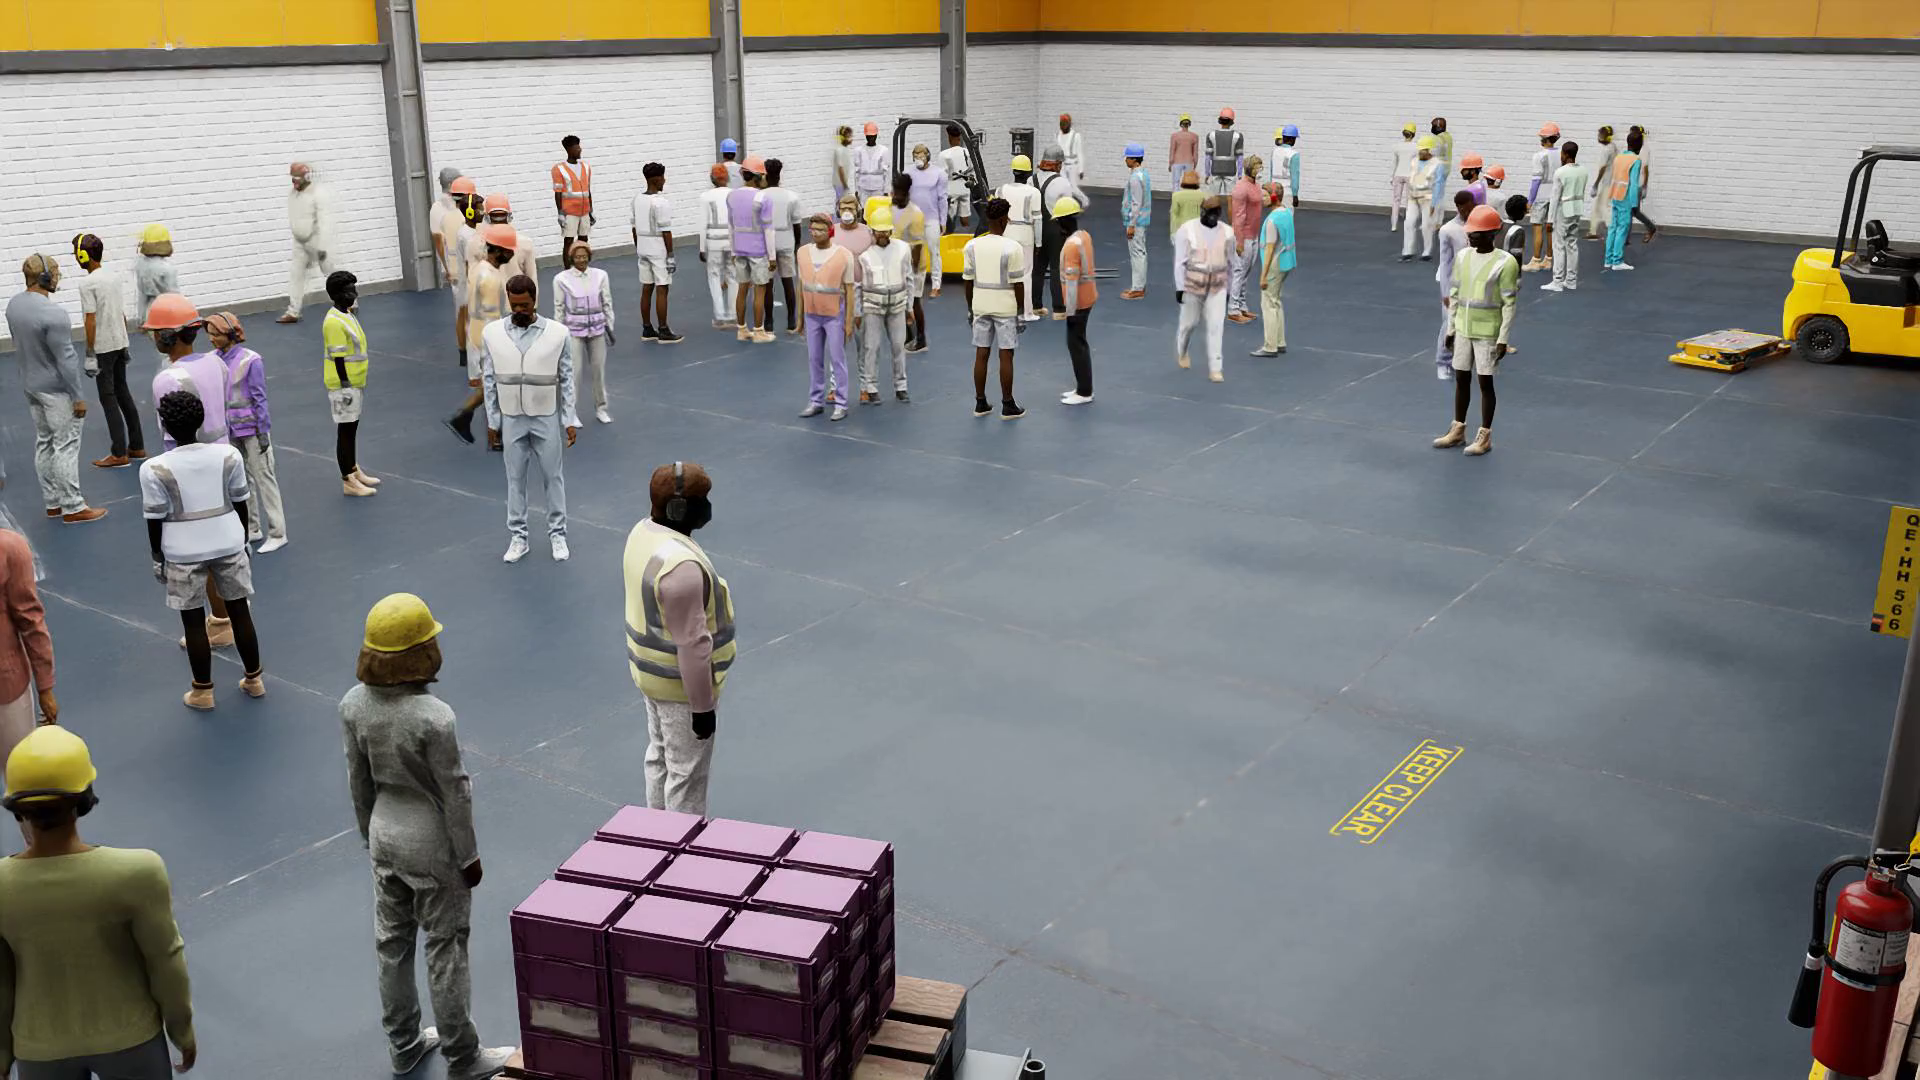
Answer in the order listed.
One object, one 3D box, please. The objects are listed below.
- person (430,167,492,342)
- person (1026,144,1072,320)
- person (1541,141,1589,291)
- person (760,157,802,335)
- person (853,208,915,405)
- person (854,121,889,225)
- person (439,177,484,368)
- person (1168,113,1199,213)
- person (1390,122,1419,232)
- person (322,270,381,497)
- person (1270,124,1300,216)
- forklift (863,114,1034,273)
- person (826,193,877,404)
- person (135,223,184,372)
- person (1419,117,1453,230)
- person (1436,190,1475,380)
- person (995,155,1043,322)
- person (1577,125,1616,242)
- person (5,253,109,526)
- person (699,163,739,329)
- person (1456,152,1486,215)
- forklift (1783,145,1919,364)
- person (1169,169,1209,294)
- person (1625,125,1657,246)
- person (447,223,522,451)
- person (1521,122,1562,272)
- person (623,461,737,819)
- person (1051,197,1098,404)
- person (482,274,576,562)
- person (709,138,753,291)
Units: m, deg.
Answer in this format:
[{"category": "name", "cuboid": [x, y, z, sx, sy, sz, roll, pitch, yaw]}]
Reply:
[{"category": "person", "cuboid": [-5.166, -2.967, 17.536, 0.542, 2.000, 0.722, 13, 22, 36]}, {"category": "person", "cuboid": [1.097, -3.638, 19.635, 0.688, 2.000, 0.536, 15, 23, 39]}, {"category": "person", "cuboid": [7.891, -4.204, 21.630, 0.585, 1.908, 0.390, -11, 21, -30]}, {"category": "person", "cuboid": [-2.072, -3.286, 18.656, 0.613, 1.963, 0.361, -6, 19, -18]}, {"category": "person", "cuboid": [-0.710, -2.151, 15.355, 0.601, 1.817, 0.403, -6, 19, -17]}, {"category": "person", "cuboid": [-1.336, -5.341, 25.154, 0.541, 1.930, 0.385, 2, 18, 6]}, {"category": "person", "cuboid": [-4.998, -2.716, 16.941, 0.550, 1.925, 0.390, 11, 21, 30]}, {"category": "person", "cuboid": [3.993, -6.726, 29.760, 0.532, 1.757, 0.336, -3, 18, -8]}, {"category": "person", "cuboid": [7.316, -5.942, 27.286, 0.523, 1.769, 0.322, 11, 21, 31]}, {"category": "person", "cuboid": [-4.594, -1.175, 12.491, 0.321, 1.695, 0.530, -3, 18, -10]}, {"category": "person", "cuboid": [4.749, -5.076, 24.306, 0.415, 1.939, 0.604, -8, 20, -25]}, {"category": "forklift", "cuboid": [-0.171, -4.594, 22.377, 2.313, 2.155, 1.214, 1, 18, 3]}, {"category": "person", "cuboid": [-1.015, -2.219, 15.362, 0.630, 1.940, 0.371, 2, 18, 5]}, {"category": "person", "cuboid": [-7.084, -1.955, 14.865, 0.508, 1.730, 0.464, 9, 20, 27]}, {"category": "person", "cuboid": [7.896, -6.059, 27.551, 0.429, 1.837, 0.624, 11, 21, 31]}, {"category": "person", "cuboid": [4.949, -2.525, 16.434, 0.763, 1.871, 0.403, -14, 22, -36]}, {"category": "person", "cuboid": [0.691, -3.513, 19.426, 0.594, 1.925, 0.368, 8, 19, 24]}, {"category": "person", "cuboid": [10.030, -5.557, 25.995, 0.690, 1.813, 0.605, 7, 19, 21]}, {"category": "person", "cuboid": [-6.402, -1.054, 11.737, 0.636, 1.931, 0.377, 11, 21, 32]}, {"category": "person", "cuboid": [-2.708, -3.352, 19.040, 0.592, 1.862, 0.403, -11, 21, -30]}, {"category": "person", "cuboid": [6.021, -3.612, 19.740, 0.388, 1.930, 0.544, 6, 19, 18]}, {"category": "forklift", "cuboid": [9.803, -2.879, 17.013, 2.313, 2.155, 1.214, 12, 21, 33]}, {"category": "person", "cuboid": [2.929, -3.875, 21.083, 0.540, 1.601, 0.634, -2, 18, -5]}, {"category": "person", "cuboid": [10.452, -5.432, 25.542, 0.590, 1.856, 0.547, -6, 19, -17]}, {"category": "person", "cuboid": [-3.841, -1.623, 13.560, 0.637, 1.896, 0.601, -6, 19, -18]}, {"category": "person", "cuboid": [8.116, -4.762, 23.145, 0.605, 2.045, 0.378, -10, 20, -28]}, {"category": "person", "cuboid": [-1.123, 0.574, 6.787, 0.429, 1.839, 0.633, -9, 20, -25]}, {"category": "person", "cuboid": [1.043, -2.208, 15.392, 0.436, 1.904, 0.618, 4, 18, 13]}, {"category": "person", "cuboid": [-2.829, -0.804, 10.980, 0.588, 1.912, 0.392, -2, 18, -6]}, {"category": "person", "cuboid": [-2.949, -4.208, 21.567, 0.602, 1.949, 0.396, -8, 19, -23]}]
